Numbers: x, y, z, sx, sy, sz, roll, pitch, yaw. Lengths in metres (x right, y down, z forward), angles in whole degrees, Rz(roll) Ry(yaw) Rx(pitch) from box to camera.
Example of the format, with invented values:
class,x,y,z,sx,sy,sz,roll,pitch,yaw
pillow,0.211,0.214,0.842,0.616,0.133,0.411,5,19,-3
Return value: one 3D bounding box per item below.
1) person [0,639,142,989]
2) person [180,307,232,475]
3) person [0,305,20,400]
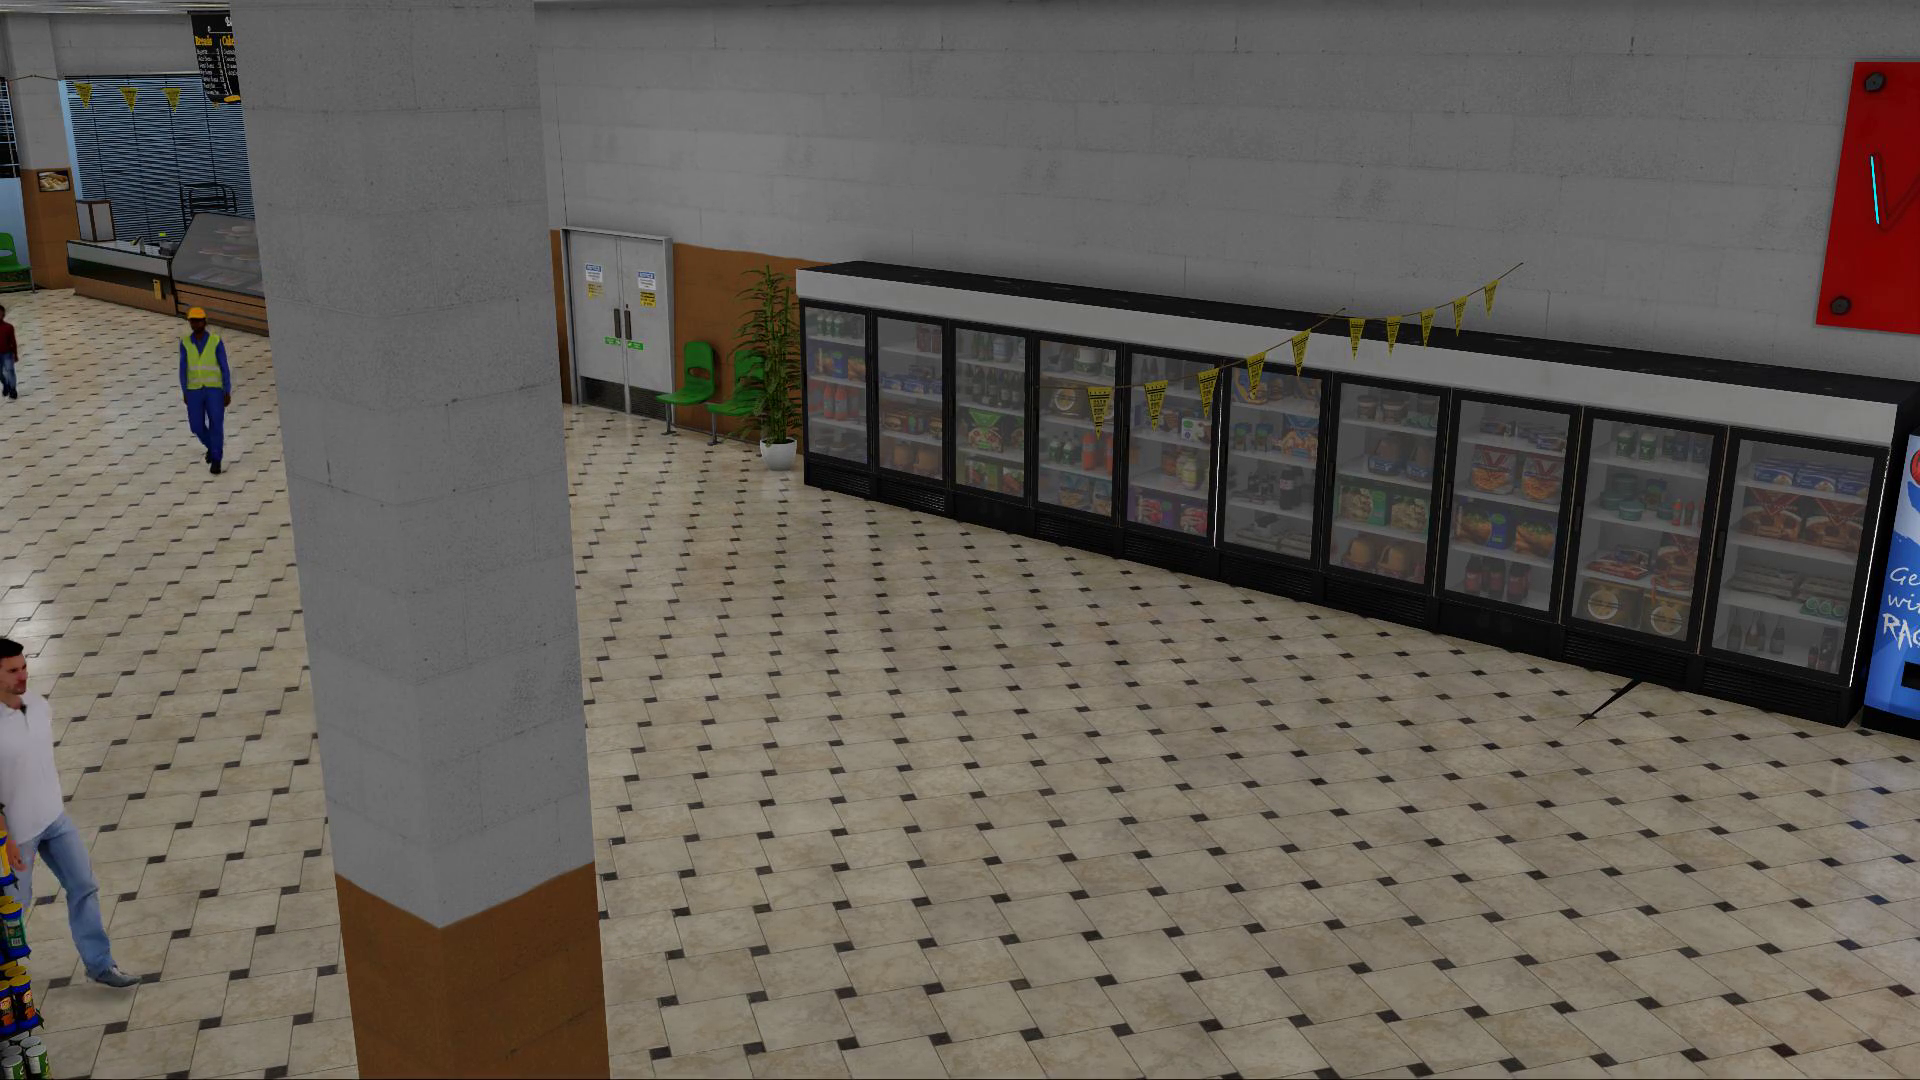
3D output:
class,x,y,z,sx,sy,sz,roll,pitch,yaw
person,-4.641,1.387,8.146,0.974,1.828,1.156,7,18,21
person,-8.227,-1.650,18.190,0.902,1.805,0.953,-4,17,-12
person,-12.571,-2.474,21.867,0.650,1.245,0.708,-3,17,-10
